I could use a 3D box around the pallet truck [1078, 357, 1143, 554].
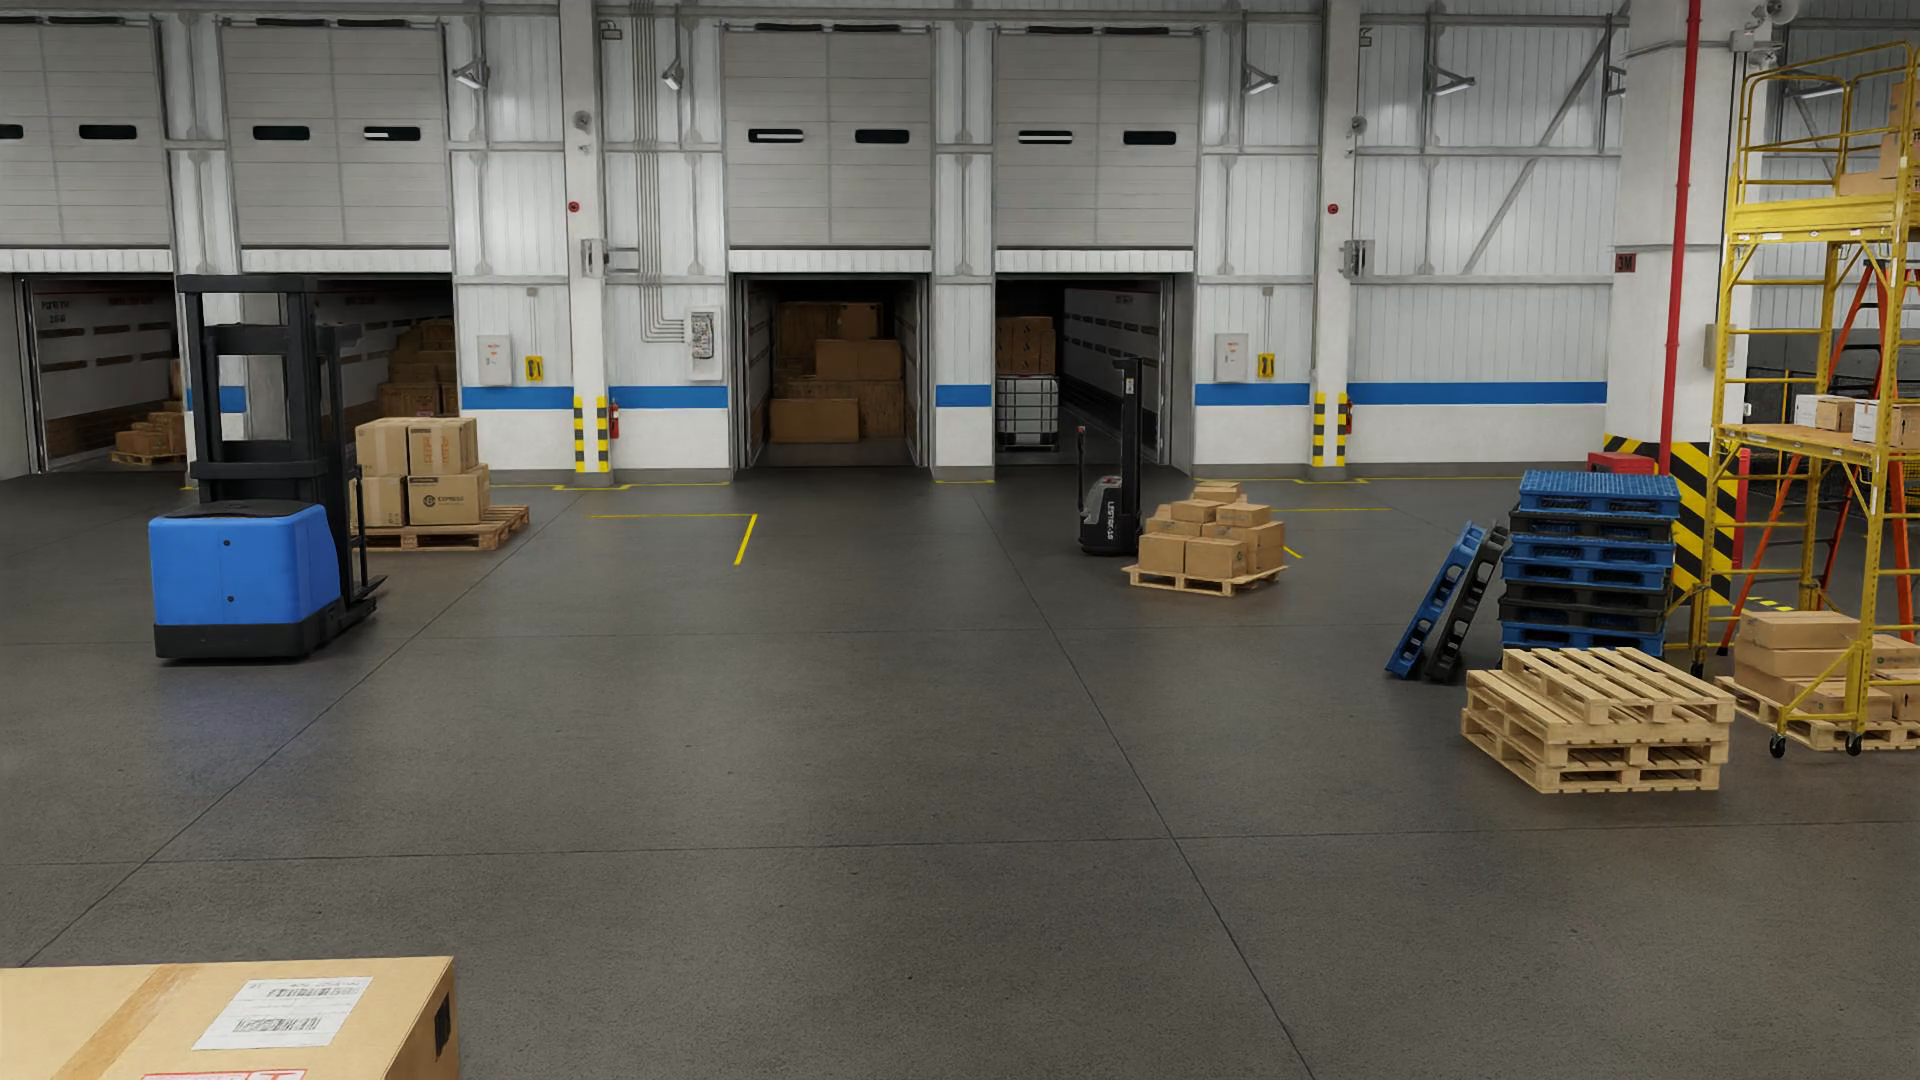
[{"bbox_3d":[2.088,-0.836,16.757,1.885,1.965,0.823,2,9,13],"label":"pallet truck"}]

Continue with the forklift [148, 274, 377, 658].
[{"bbox_3d":[-5.348,-0.627,12.681,1.129,2.768,1.873,-1,9,-4],"label":"forklift"}]
